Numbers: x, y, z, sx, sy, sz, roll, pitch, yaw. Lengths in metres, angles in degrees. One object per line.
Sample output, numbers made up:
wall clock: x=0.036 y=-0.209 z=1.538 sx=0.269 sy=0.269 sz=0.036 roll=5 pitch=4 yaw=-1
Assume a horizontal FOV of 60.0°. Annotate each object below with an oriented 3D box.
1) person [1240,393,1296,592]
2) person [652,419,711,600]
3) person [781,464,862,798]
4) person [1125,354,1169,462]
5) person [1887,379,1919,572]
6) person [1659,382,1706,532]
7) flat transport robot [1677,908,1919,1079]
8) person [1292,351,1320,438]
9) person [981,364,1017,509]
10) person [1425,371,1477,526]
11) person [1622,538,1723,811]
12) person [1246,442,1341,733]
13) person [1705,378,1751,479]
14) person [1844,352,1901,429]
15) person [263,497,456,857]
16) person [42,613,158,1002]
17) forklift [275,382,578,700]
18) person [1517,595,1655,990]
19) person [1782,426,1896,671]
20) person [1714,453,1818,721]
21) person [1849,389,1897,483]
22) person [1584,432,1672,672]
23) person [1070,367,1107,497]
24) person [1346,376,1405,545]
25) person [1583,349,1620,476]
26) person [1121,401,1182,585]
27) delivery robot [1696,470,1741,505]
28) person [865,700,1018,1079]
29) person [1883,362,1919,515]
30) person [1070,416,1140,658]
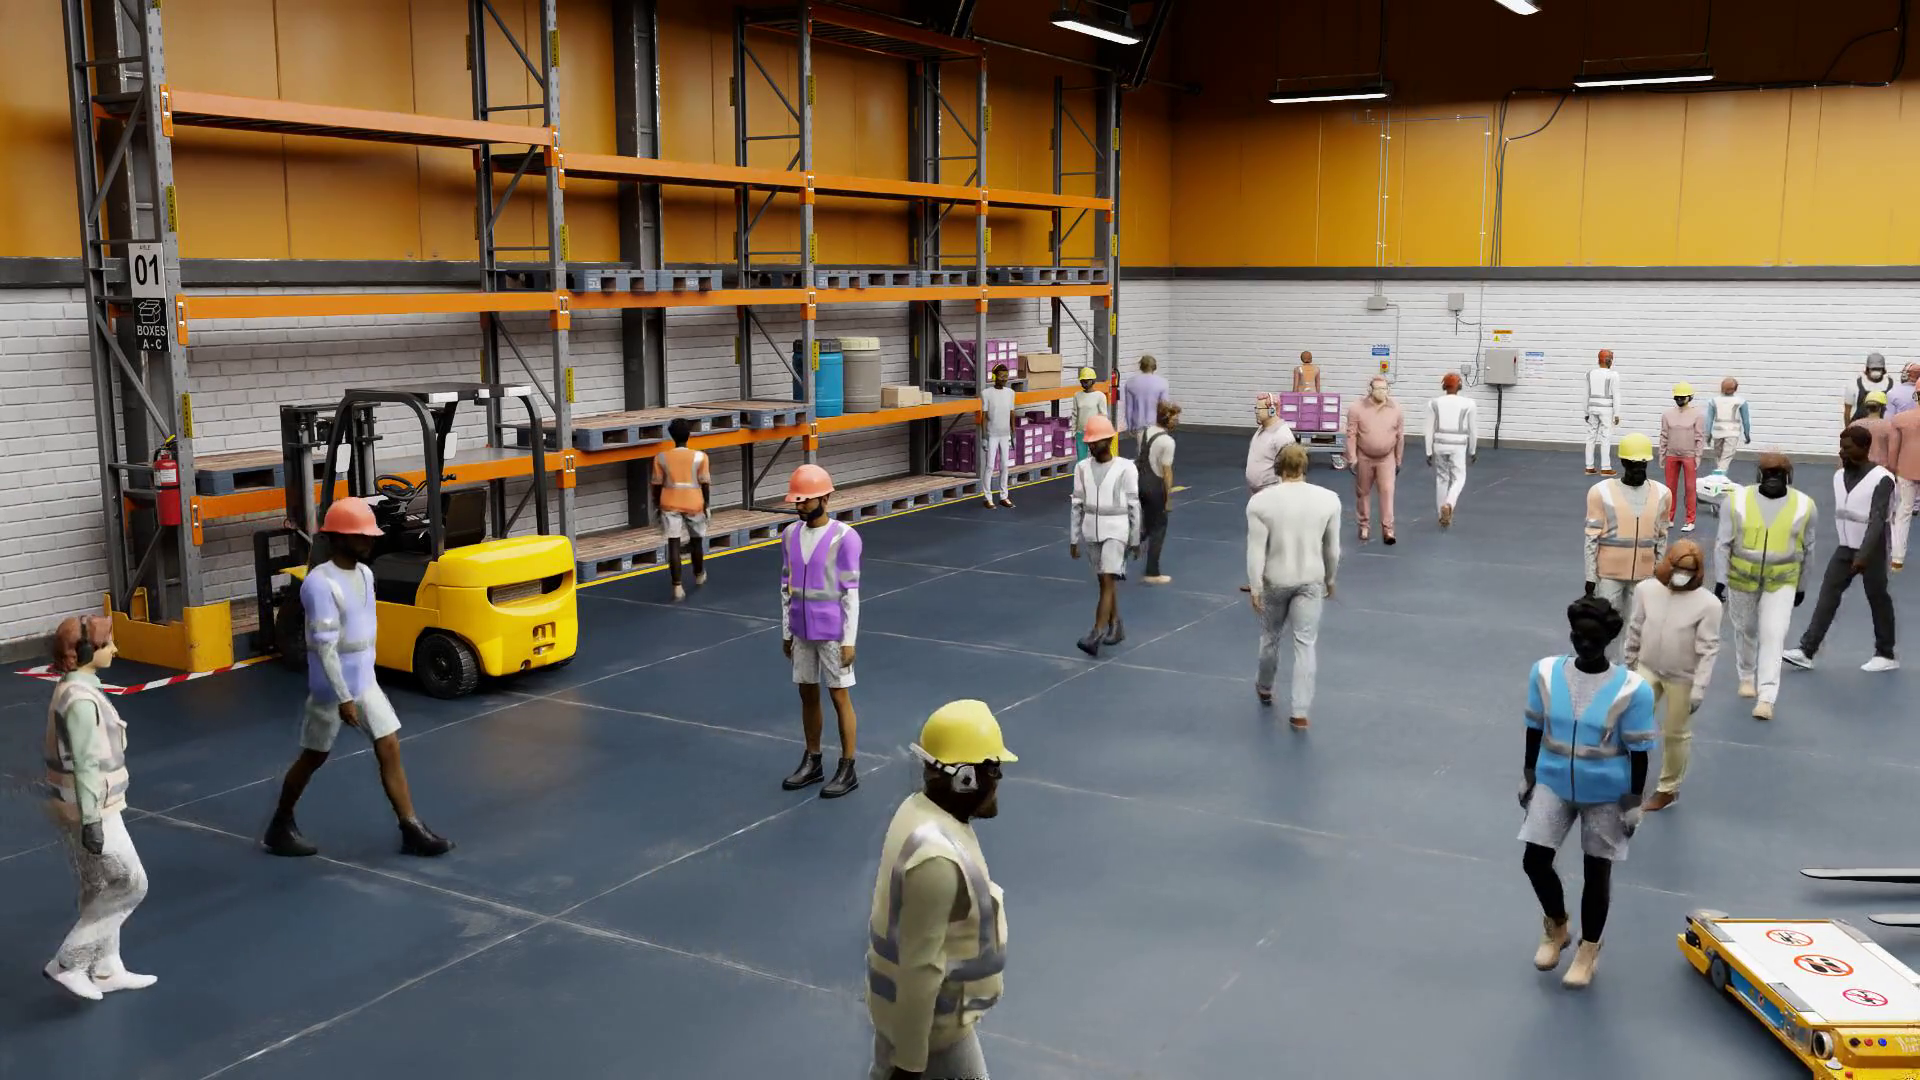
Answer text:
person: x=2.852 y=-0.412 z=15.468 sx=0.401 sy=1.907 sz=0.646 roll=-2 pitch=9 yaw=-12
person: x=-2.595 y=-0.309 z=15.573 sx=0.549 sy=1.649 sz=0.856 roll=-1 pitch=9 yaw=-6
person: x=-0.826 y=0.521 z=9.579 sx=0.543 sy=1.929 sz=0.380 roll=6 pitch=11 yaw=31
person: x=2.533 y=-1.573 z=22.677 sx=0.628 sy=1.919 sz=0.646 roll=4 pitch=10 yaw=22
person: x=9.640 y=-0.651 z=16.679 sx=0.612 sy=1.997 sz=0.376 roll=7 pitch=11 yaw=36
person: x=8.424 y=-0.975 z=19.449 sx=0.518 sy=1.756 sz=0.350 roll=9 pitch=13 yaw=44
flat transport robot: x=3.484 y=1.819 z=6.628 sx=0.652 sy=0.197 sz=1.431 roll=0 pitch=9 yaw=0
person: x=6.167 y=-2.547 z=29.627 sx=0.514 sy=1.640 sz=0.310 roll=-2 pitch=9 yaw=-10
person: x=0.497 y=-1.325 z=21.316 sx=0.515 sy=1.862 sz=0.329 roll=-5 pitch=10 yaw=-29
person: x=5.781 y=-1.061 z=19.663 sx=0.579 sy=1.862 sz=0.687 roll=5 pitch=10 yaw=29
person: x=3.810 y=0.771 z=9.042 sx=0.553 sy=1.584 sz=0.820 roll=9 pitch=13 yaw=44
person: x=2.225 y=0.282 z=11.192 sx=0.641 sy=1.882 sz=1.023 roll=1 pitch=9 yaw=5
person: x=10.449 y=-1.402 z=22.633 sx=0.874 sy=1.591 sz=0.517 roll=-8 pitch=12 yaw=-41
person: x=12.075 y=-1.528 z=22.011 sx=0.688 sy=2.000 sz=1.007 roll=3 pitch=10 yaw=18
person: x=-3.161 y=0.718 z=8.507 sx=1.006 sy=1.891 sz=0.559 roll=2 pitch=9 yaw=15
person: x=-3.542 y=1.107 z=6.830 sx=0.356 sy=1.624 sz=0.541 roll=-5 pitch=10 yaw=-30
forklift: x=-3.974 y=-0.067 z=12.417 sx=2.313 sy=2.155 sz=1.214 roll=5 pitch=11 yaw=30
person: x=2.605 y=1.056 z=6.965 sx=0.555 sy=1.682 sz=0.373 roll=7 pitch=11 yaw=37
person: x=6.689 y=0.084 z=12.507 sx=1.005 sy=1.863 sz=0.613 roll=-2 pitch=9 yaw=-15
person: x=5.553 y=0.282 z=11.511 sx=0.621 sy=1.799 sz=0.976 roll=5 pitch=10 yaw=28
person: x=9.899 y=-0.758 z=18.080 sx=0.417 sy=1.750 sz=0.549 roll=-7 pitch=11 yaw=-37
person: x=4.601 y=0.217 z=11.474 sx=0.589 sy=1.928 sz=0.386 roll=0 pitch=9 yaw=-2
person: x=1.709 y=-1.424 z=22.218 sx=0.531 sy=1.767 sz=0.328 roll=7 pitch=11 yaw=35
person: x=4.624 y=-0.881 z=18.516 sx=0.648 sy=1.862 sz=0.973 roll=1 pitch=9 yaw=8
person: x=9.556 y=-1.891 z=24.763 sx=0.353 sy=1.886 sz=0.573 roll=-7 pitch=11 yaw=-37
person: x=1.796 y=-0.428 z=15.884 sx=0.613 sy=1.808 sz=0.577 roll=-5 pitch=10 yaw=-28
delivery robot: x=9.446 y=-0.635 z=20.771 sx=0.477 sy=0.478 sz=0.707 roll=0 pitch=9 yaw=0
person: x=-0.139 y=1.351 z=4.858 sx=0.856 sy=1.794 sz=0.593 roll=-2 pitch=9 yaw=-10
person: x=11.770 y=-1.254 z=20.702 sx=0.651 sy=1.912 sz=0.410 roll=0 pitch=9 yaw=2
person: x=1.102 y=-0.031 z=13.168 sx=0.549 sy=1.876 sz=1.012 roll=6 pitch=11 yaw=31
